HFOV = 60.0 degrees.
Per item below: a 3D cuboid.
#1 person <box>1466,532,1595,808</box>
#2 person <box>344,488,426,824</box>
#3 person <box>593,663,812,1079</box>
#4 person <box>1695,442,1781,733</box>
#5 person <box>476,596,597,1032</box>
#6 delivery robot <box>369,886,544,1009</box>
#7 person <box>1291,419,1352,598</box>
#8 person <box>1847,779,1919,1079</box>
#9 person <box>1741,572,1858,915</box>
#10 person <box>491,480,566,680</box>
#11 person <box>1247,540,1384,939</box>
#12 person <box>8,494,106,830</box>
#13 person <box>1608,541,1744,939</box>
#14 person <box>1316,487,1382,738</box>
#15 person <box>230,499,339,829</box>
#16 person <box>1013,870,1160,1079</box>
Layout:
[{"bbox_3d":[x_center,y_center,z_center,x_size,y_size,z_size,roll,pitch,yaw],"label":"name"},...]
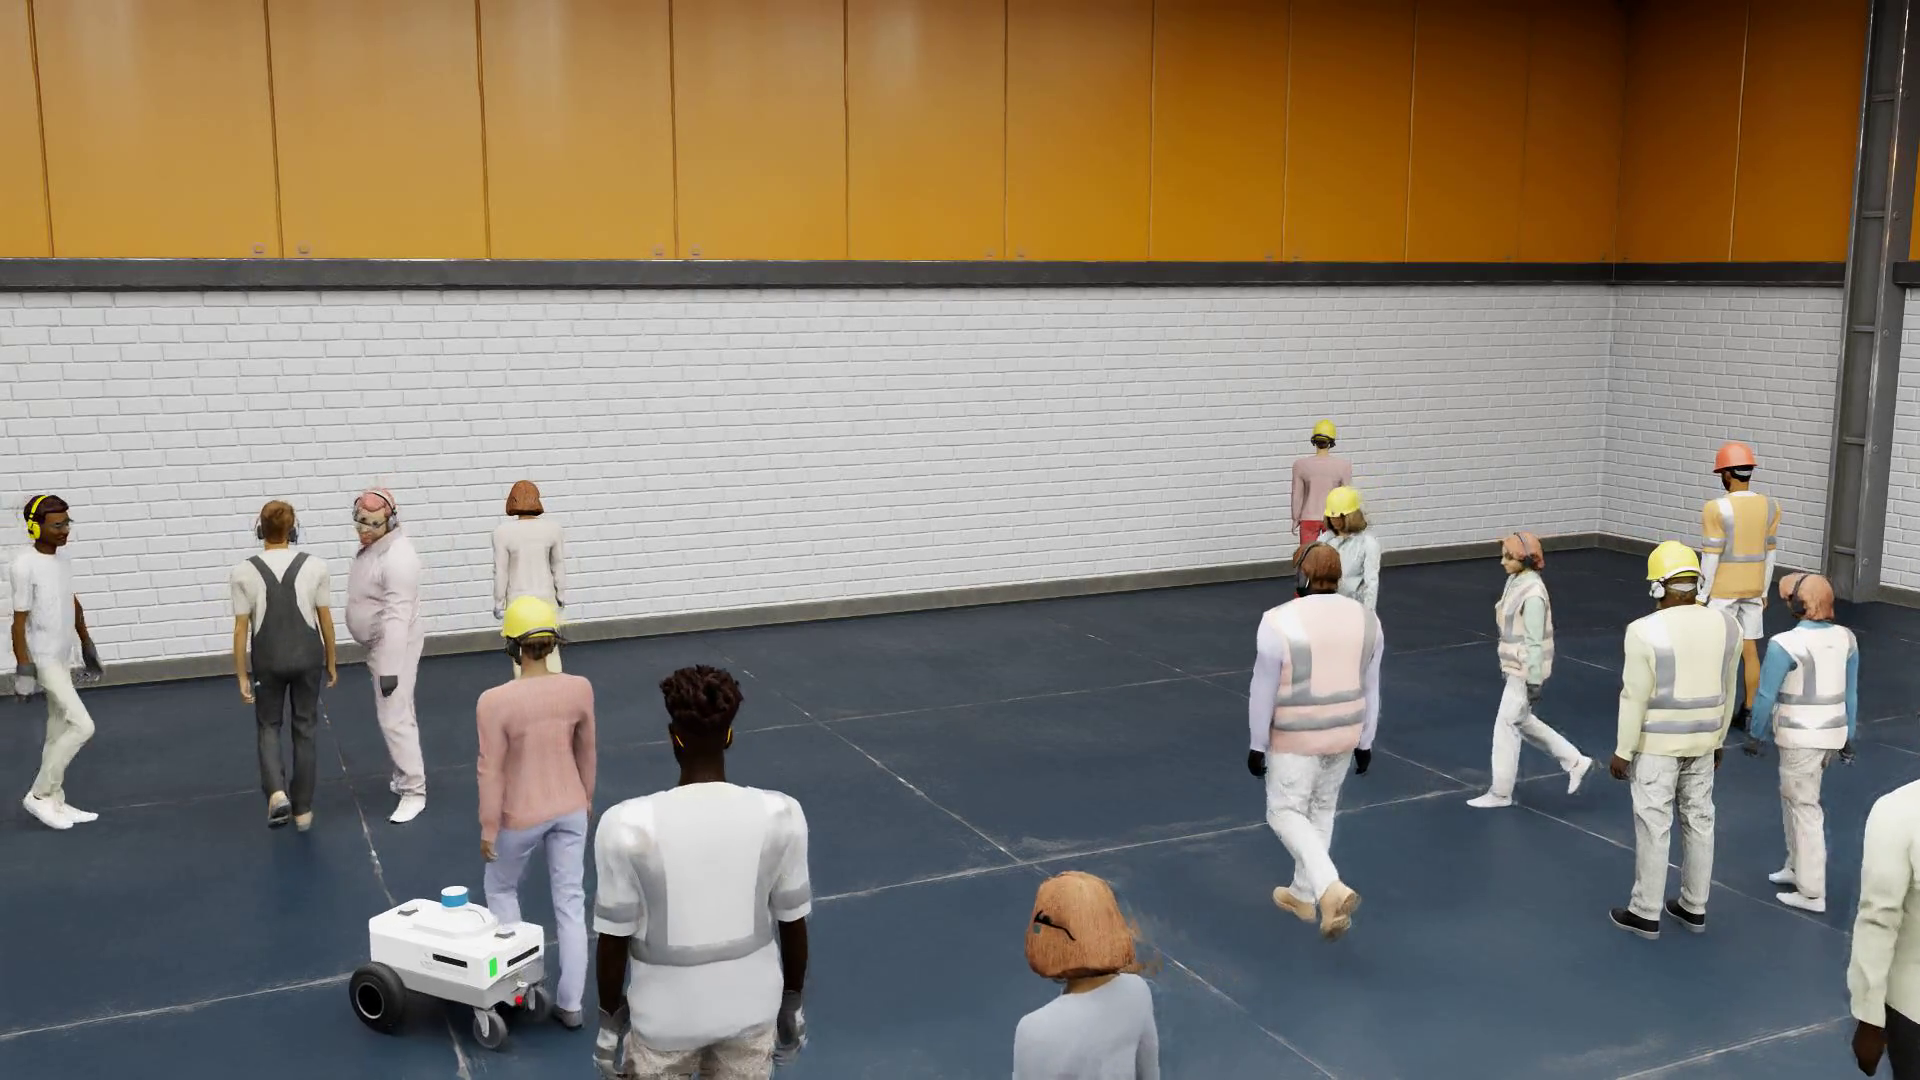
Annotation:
[{"bbox_3d":[3.236,0.737,9.325,0.637,1.611,0.555,2,9,11],"label":"person"},{"bbox_3d":[-3.227,0.615,9.305,0.406,1.875,0.797,-5,10,-29],"label":"person"},{"bbox_3d":[-0.719,1.312,4.686,0.628,1.955,0.470,-3,10,-21],"label":"person"},{"bbox_3d":[5.053,0.324,10.908,0.542,1.928,0.375,-2,9,-12],"label":"person"},{"bbox_3d":[-1.730,1.086,6.716,0.557,1.743,0.640,-8,12,-41],"label":"person"},{"bbox_3d":[-2.025,1.640,6.699,0.707,0.478,0.477,5,10,27],"label":"delivery robot"},{"bbox_3d":[3.127,-0.158,14.397,0.523,1.769,0.313,3,10,17],"label":"person"},{"bbox_3d":[2.806,1.301,4.681,0.638,1.977,0.469,-1,9,-3],"label":"person"},{"bbox_3d":[3.991,0.950,7.961,0.505,1.615,0.571,-4,10,-26],"label":"person"},{"bbox_3d":[-2.924,0.407,11.305,0.507,1.631,0.266,-6,11,-33],"label":"person"},{"bbox_3d":[1.637,0.914,7.571,0.628,1.819,0.690,-4,10,-21],"label":"person"},{"bbox_3d":[-4.910,0.666,9.059,0.427,1.843,0.532,-2,9,-9],"label":"person"},{"bbox_3d":[3.237,0.912,7.591,0.587,1.821,0.404,-2,9,-13],"label":"person"},{"bbox_3d":[2.455,0.495,10.586,0.505,1.675,0.922,8,12,41],"label":"person"},{"bbox_3d":[-3.635,0.689,8.992,0.511,1.820,0.446,-4,10,-22],"label":"person"},{"bbox_3d":[0.341,1.598,4.070,0.875,1.586,0.495,6,11,33],"label":"person"}]
